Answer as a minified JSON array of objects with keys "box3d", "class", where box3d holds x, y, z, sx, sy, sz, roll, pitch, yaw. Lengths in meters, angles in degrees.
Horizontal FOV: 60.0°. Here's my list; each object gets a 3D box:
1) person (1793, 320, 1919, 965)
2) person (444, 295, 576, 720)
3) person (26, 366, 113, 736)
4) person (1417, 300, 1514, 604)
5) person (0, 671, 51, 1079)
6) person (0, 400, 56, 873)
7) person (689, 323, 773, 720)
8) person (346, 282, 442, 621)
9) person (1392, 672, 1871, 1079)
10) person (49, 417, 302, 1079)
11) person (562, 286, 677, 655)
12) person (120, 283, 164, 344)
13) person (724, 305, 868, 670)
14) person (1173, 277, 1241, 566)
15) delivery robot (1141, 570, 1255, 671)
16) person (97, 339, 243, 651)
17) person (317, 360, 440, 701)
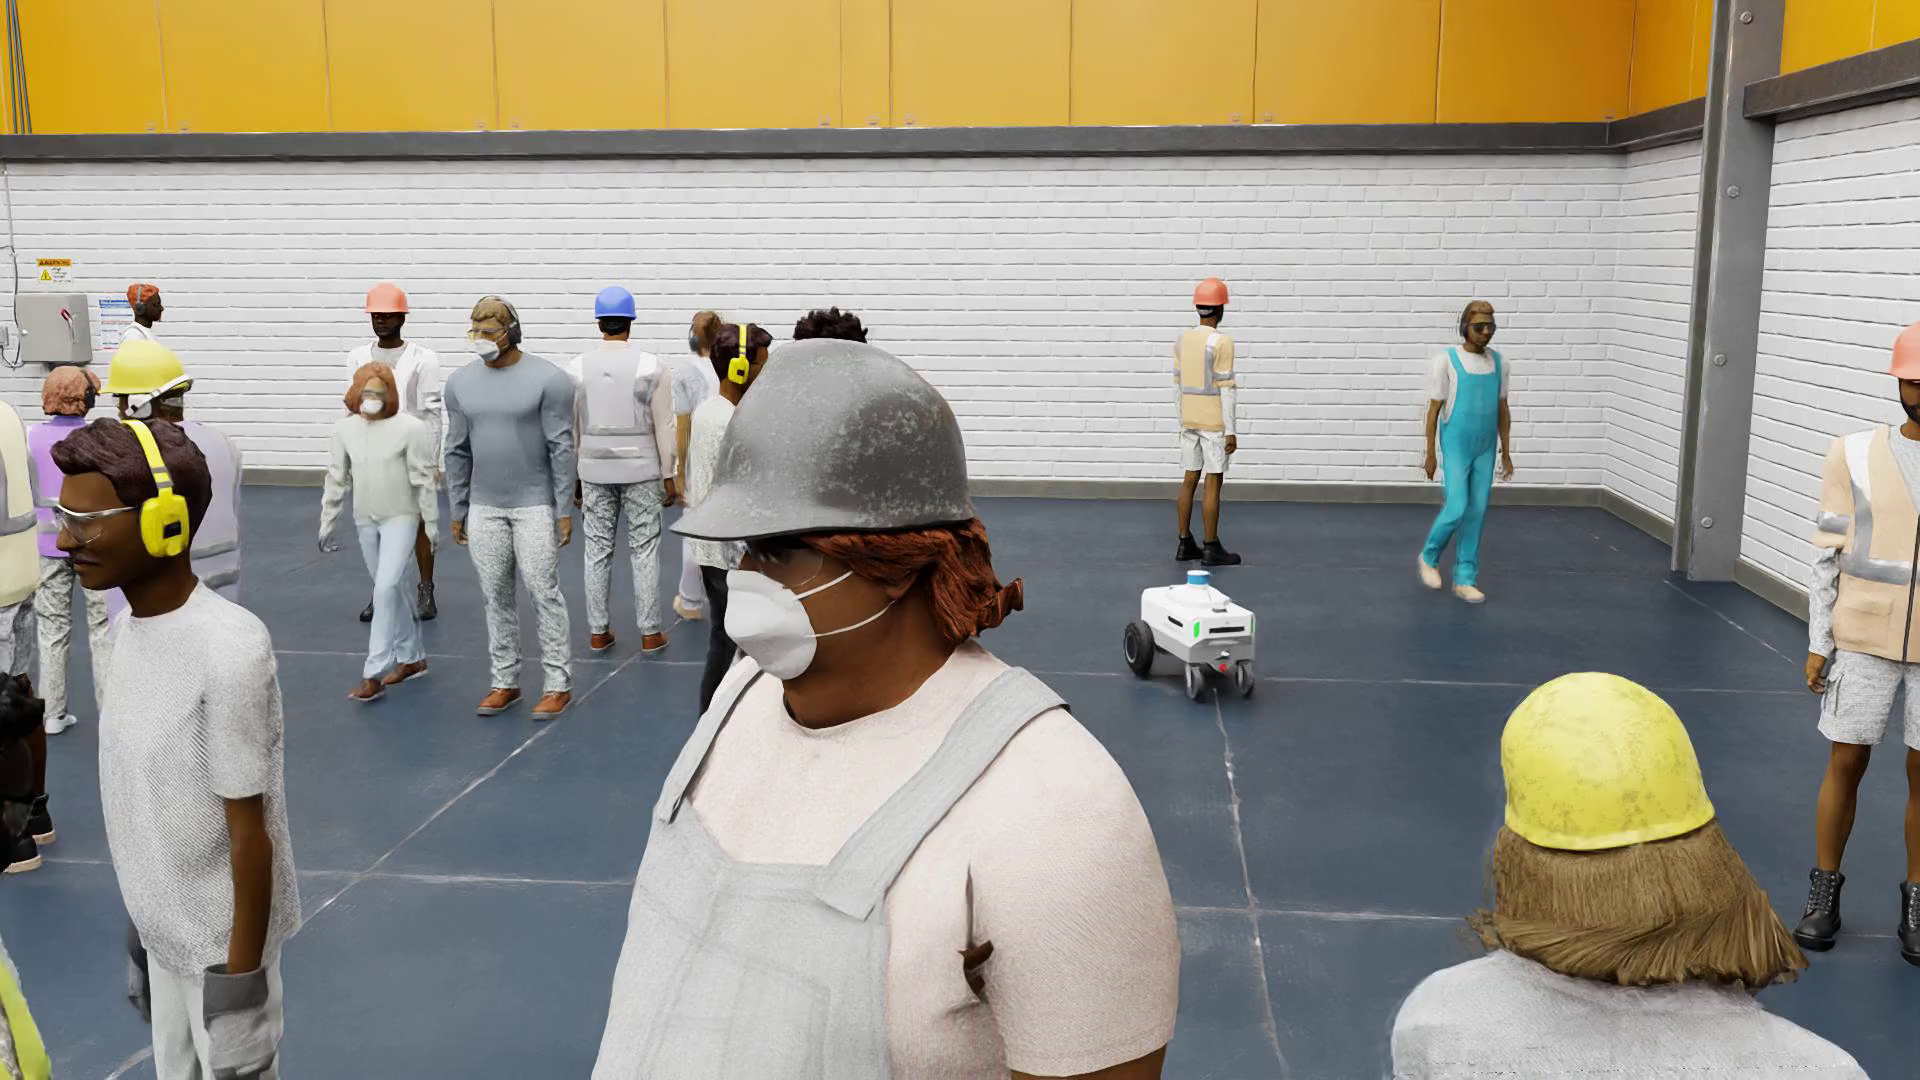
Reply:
[{"box3d":[2.823,0.304,4.962,0.543,1.939,0.360,5,11,27],"class":"person"},{"box3d":[-2.044,-0.143,7.576,0.636,1.928,0.380,2,10,12],"class":"person"},{"box3d":[-3.848,0.057,7.270,0.525,1.631,0.313,-1,10,-7],"class":"person"},{"box3d":[3.071,-0.534,10.066,0.519,1.831,0.428,-3,10,-16],"class":"person"},{"box3d":[-1.166,0.971,1.918,0.407,1.658,0.578,-3,10,-17],"class":"person"},{"box3d":[-3.355,0.166,5.688,0.361,1.959,0.613,-3,10,-15],"class":"person"},{"box3d":[-0.867,0.098,6.398,0.332,1.856,0.527,-4,11,-24],"class":"person"},{"box3d":[-3.239,-0.495,9.531,0.545,1.942,0.354,0,10,1],"class":"person"},{"box3d":[0.678,0.981,1.758,0.491,1.701,0.758,10,14,44],"class":"person"},{"box3d":[-1.301,0.717,2.831,0.505,1.864,0.331,9,14,43],"class":"person"},{"box3d":[-1.781,-0.354,8.741,0.606,1.940,0.415,1,10,5],"class":"person"},{"box3d":[-5.935,-0.927,12.168,0.337,1.882,0.585,-3,10,-19],"class":"person"},{"box3d":[-0.397,0.286,4.988,0.620,1.965,0.369,2,10,12],"class":"person"},{"box3d":[1.681,-0.793,11.245,0.355,1.939,0.552,-7,12,-34],"class":"person"},{"box3d":[1.159,0.393,8.142,0.477,0.478,0.707,-3,10,-16],"class":"delivery robot"},{"box3d":[-2.698,0.231,5.710,0.403,1.830,0.599,3,10,15],"class":"person"},{"box3d":[-2.798,-0.043,7.891,0.561,1.597,0.769,3,10,16],"class":"person"}]
